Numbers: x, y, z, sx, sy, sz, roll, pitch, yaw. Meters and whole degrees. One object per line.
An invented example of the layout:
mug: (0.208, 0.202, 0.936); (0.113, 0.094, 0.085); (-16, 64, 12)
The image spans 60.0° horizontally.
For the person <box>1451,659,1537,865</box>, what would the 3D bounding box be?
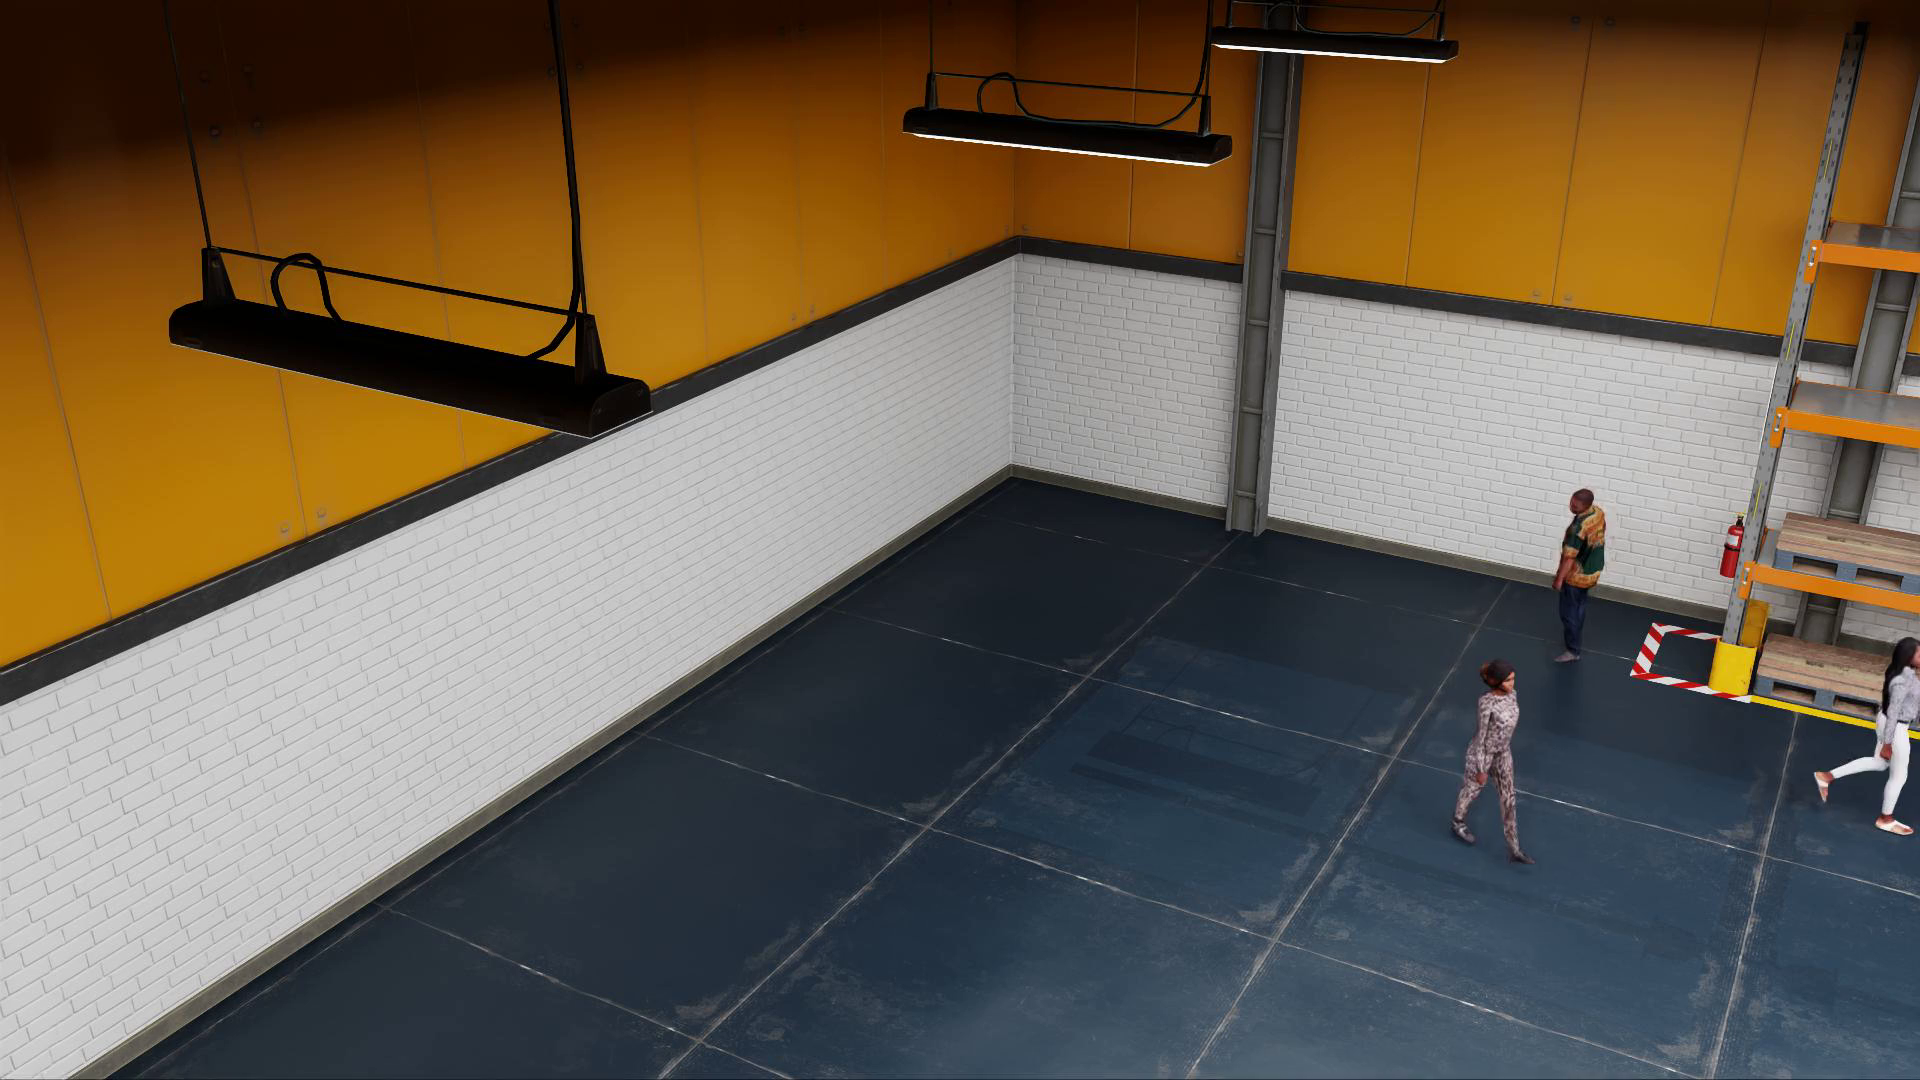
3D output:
person: (4.102, 1.684, 13.103); (0.953, 1.681, 1.126); (-12, 26, -25)

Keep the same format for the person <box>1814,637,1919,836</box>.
person: (7.420, 1.541, 13.404); (1.006, 1.703, 0.606); (14, 27, 29)

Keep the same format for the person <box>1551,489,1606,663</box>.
person: (6.055, 0.290, 16.170); (0.892, 1.779, 0.772); (-13, 27, -28)
